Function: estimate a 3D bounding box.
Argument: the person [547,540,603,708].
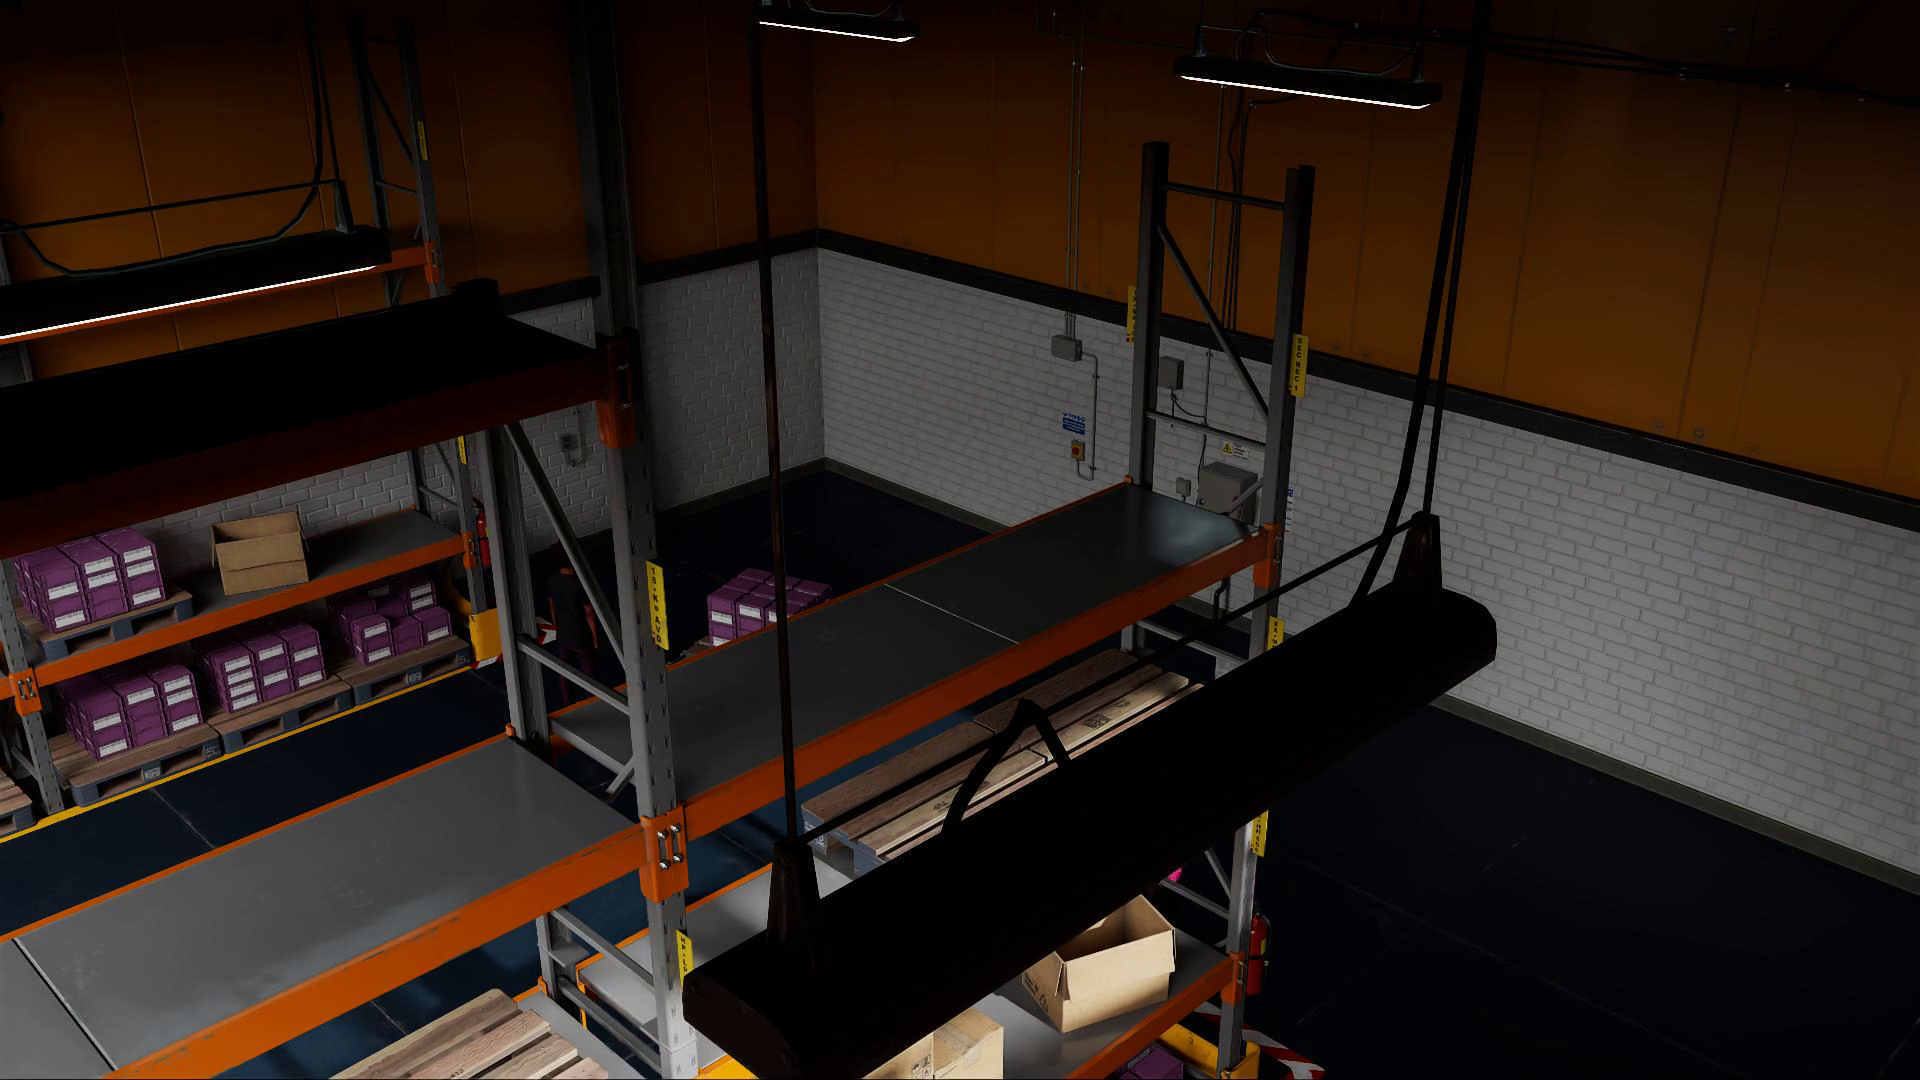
[{"bbox_3d":[-3.445,0.804,14.879,0.698,1.784,0.695,10,25,21],"label":"person"}]
